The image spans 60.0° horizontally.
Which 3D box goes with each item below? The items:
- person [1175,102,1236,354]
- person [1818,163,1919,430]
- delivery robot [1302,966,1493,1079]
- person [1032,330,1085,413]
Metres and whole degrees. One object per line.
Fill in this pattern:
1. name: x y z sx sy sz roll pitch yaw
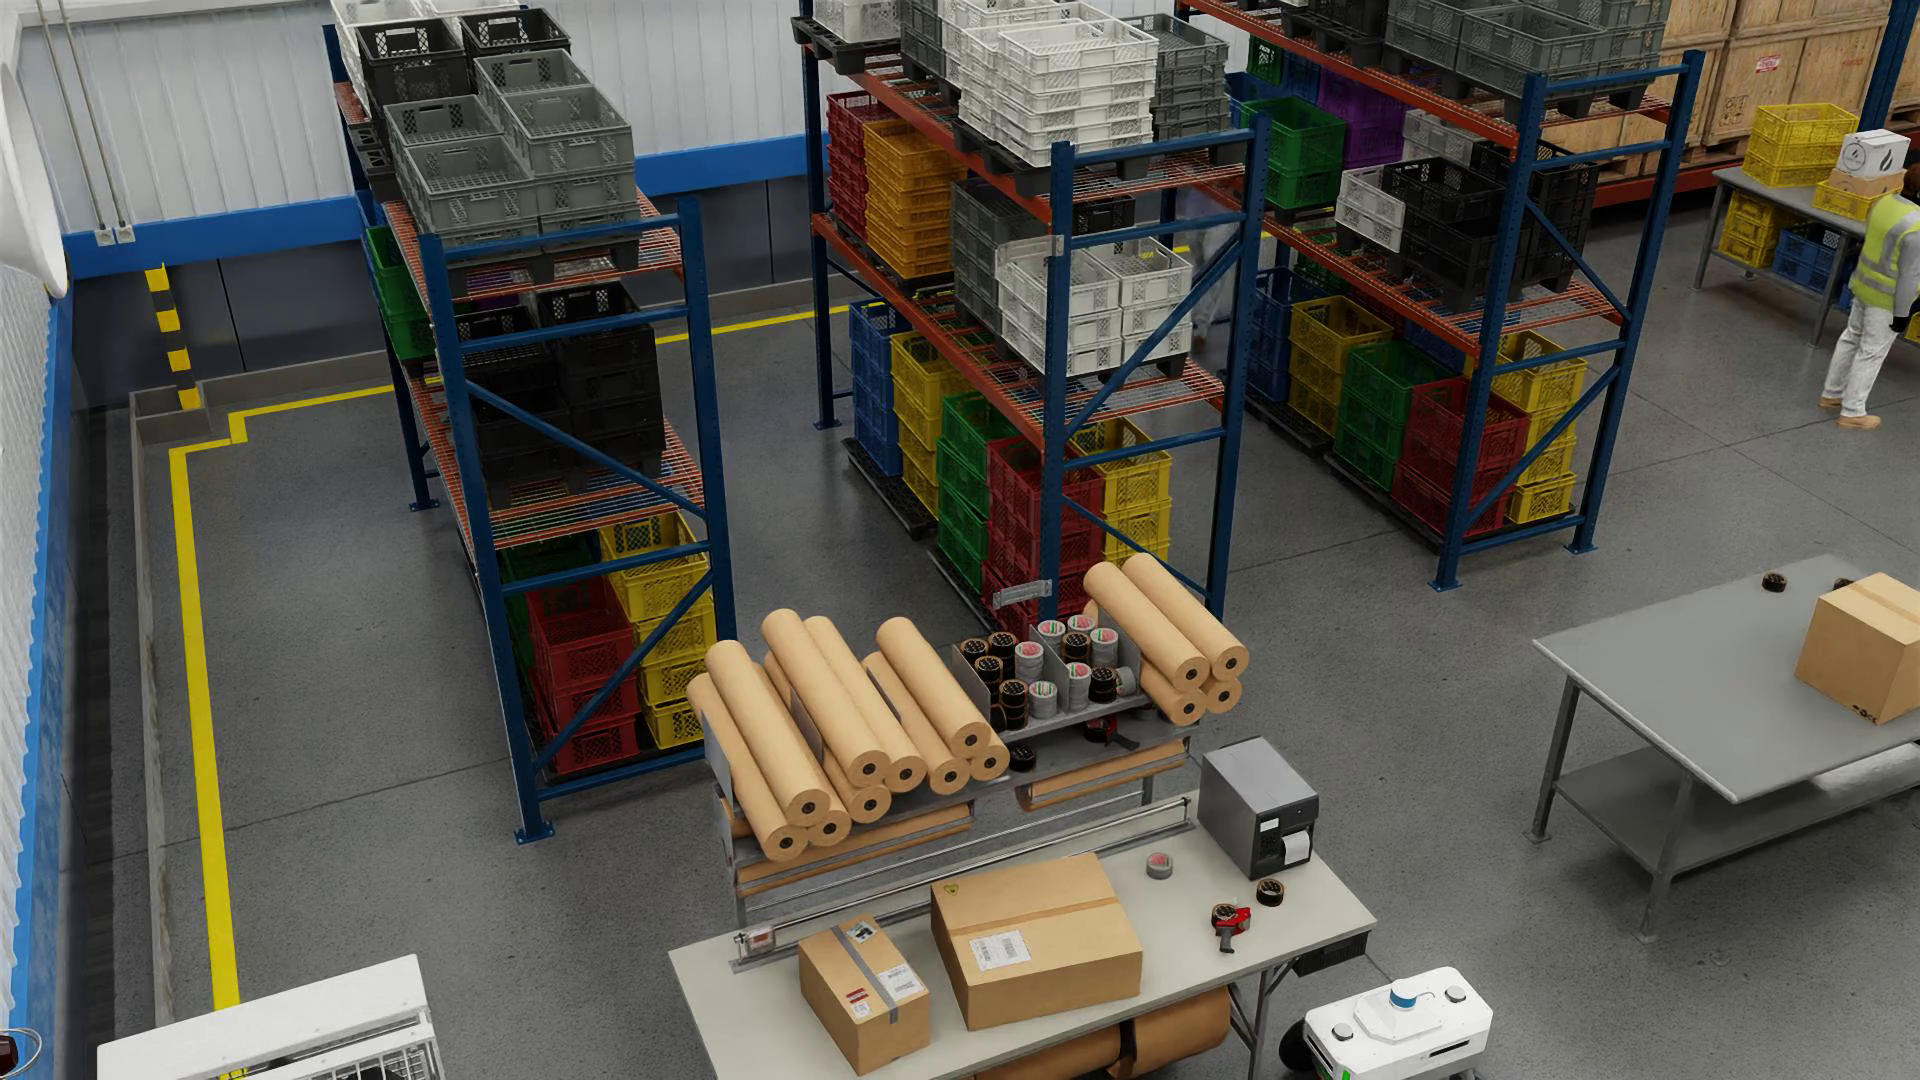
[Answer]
1. person: 1.782 -2.321 12.177 0.646 1.892 0.952 17 36 26
2. person: 6.191 -1.634 11.124 0.430 1.836 0.619 2 32 3
3. delivery robot: 1.701 1.916 6.477 0.707 0.478 0.477 -12 33 -18
4. person: 0.647 -1.728 11.225 0.356 1.883 0.574 -15 34 -22
